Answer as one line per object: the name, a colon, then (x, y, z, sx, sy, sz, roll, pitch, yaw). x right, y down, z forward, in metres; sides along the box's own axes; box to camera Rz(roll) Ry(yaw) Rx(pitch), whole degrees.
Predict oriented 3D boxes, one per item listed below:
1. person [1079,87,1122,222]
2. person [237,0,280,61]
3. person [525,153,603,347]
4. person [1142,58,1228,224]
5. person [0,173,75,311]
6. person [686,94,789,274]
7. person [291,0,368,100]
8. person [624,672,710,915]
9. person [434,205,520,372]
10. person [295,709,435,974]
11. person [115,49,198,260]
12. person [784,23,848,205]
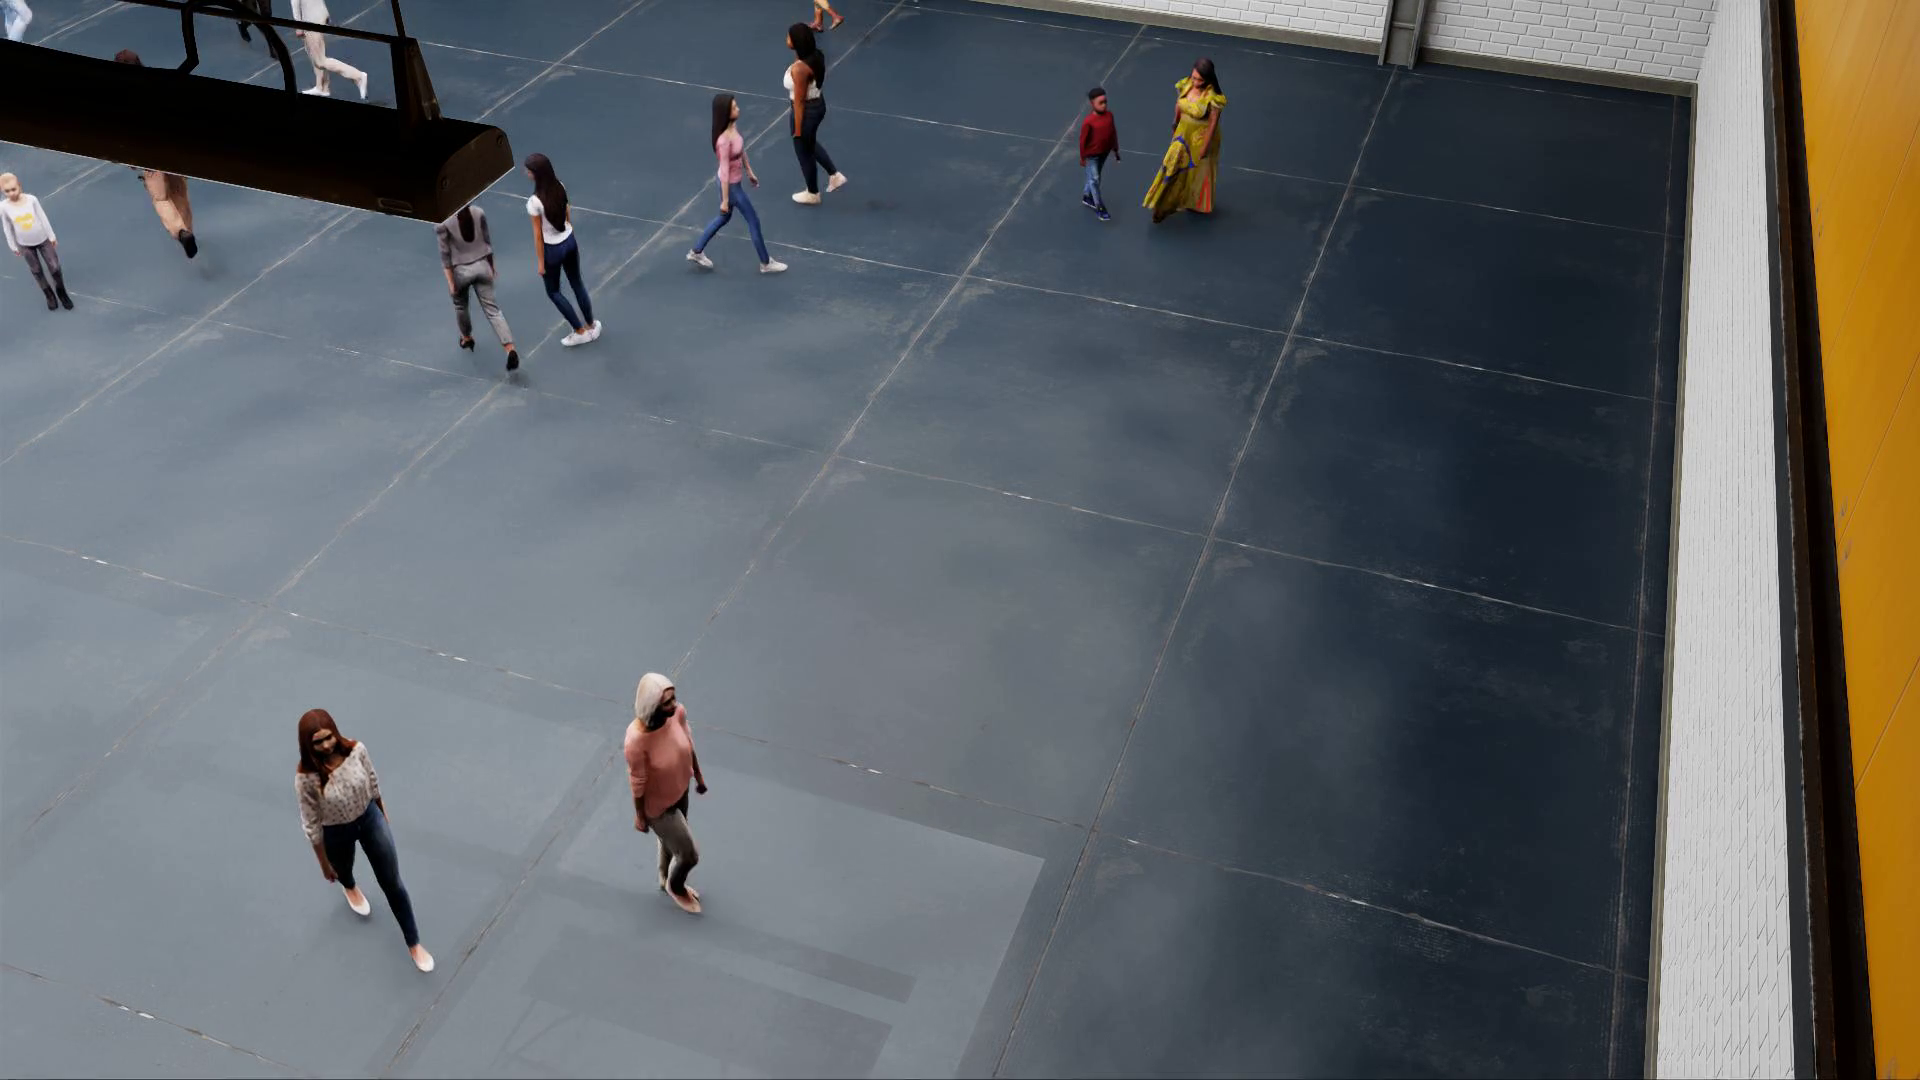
person: (1.266, -3.705, 15.786, 0.729, 1.234, 0.849, -26, 45, -28)
person: (-7.950, -6.183, 18.577, 0.982, 1.621, 0.753, 27, 46, 30)
person: (-3.254, -2.378, 13.706, 0.626, 1.755, 0.770, 25, 45, 28)
person: (2.256, -3.777, 15.571, 1.242, 1.613, 1.064, 28, 46, 31)
person: (-8.023, -2.610, 14.386, 0.632, 1.268, 0.687, -20, 43, -23)
person: (-2.096, -3.114, 14.668, 1.216, 1.705, 0.871, -1, 39, -1)
person: (-6.747, -5.499, 17.565, 1.128, 1.815, 0.906, 0, 39, -1)
person: (-1.673, 1.351, 9.068, 0.623, 1.716, 0.630, 17, 42, 20)
person: (-3.907, -2.100, 13.451, 0.976, 1.640, 1.193, -27, 46, -30)
person: (-3.298, 1.513, 8.894, 0.982, 1.680, 1.215, -28, 46, -30)
person: (-7.142, -3.410, 14.879, 1.062, 1.903, 1.204, -23, 44, -26)
person: (-1.341, -3.996, 15.698, 0.744, 1.797, 0.642, 12, 40, 15)
